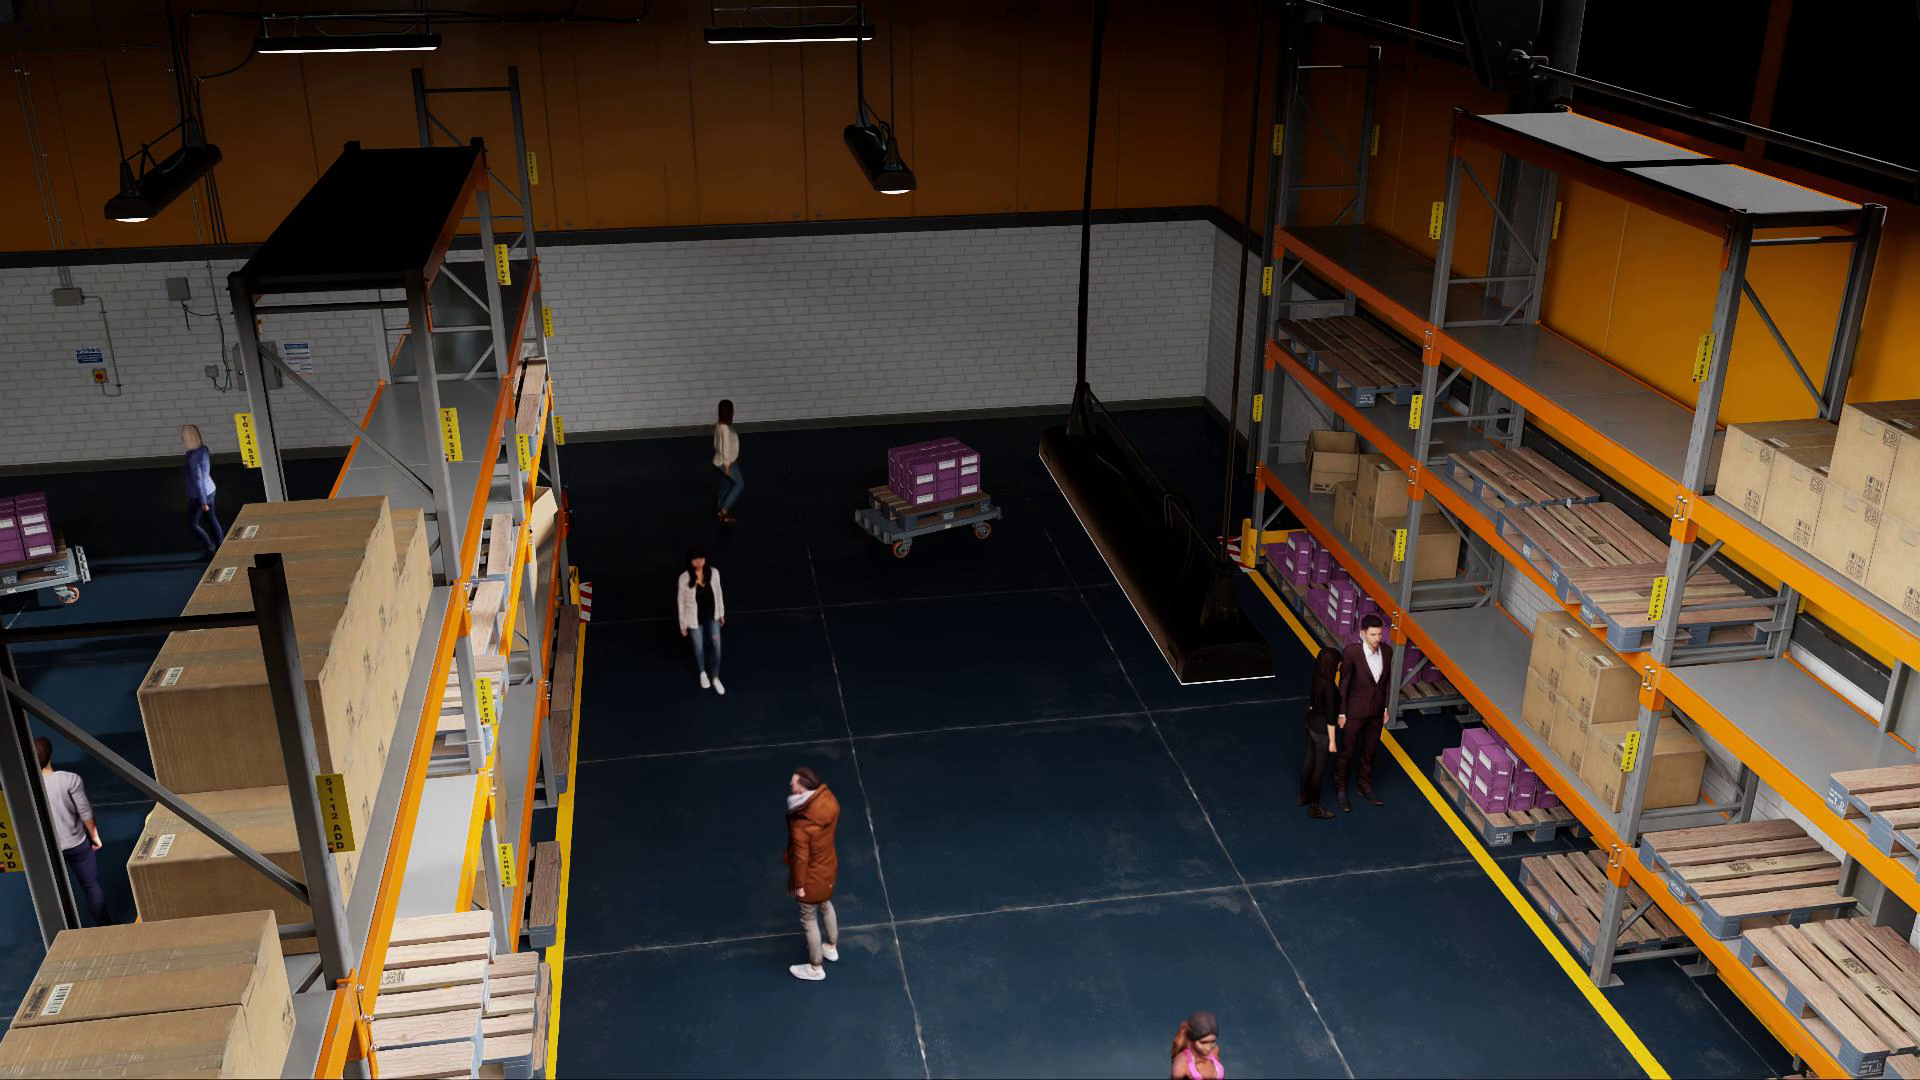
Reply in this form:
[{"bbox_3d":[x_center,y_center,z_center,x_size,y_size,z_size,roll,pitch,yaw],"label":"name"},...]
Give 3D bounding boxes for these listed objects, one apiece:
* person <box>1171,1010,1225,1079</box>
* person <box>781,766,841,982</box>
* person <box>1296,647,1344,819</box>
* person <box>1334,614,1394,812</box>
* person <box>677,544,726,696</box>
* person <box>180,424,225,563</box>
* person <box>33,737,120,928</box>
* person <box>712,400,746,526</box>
[{"bbox_3d":[1.421,3.610,10.277,0.652,1.726,0.682,-17,29,-34],"label":"person"},{"bbox_3d":[-1.102,2.518,12.638,0.898,1.835,0.817,11,26,23],"label":"person"},{"bbox_3d":[3.194,1.690,14.773,0.649,1.642,0.436,-5,24,-11],"label":"person"},{"bbox_3d":[3.612,1.512,14.903,0.706,1.865,0.634,-7,25,-16],"label":"person"},{"bbox_3d":[-2.639,0.758,16.935,0.724,1.619,0.781,-9,25,-20],"label":"person"},{"bbox_3d":[-8.941,-0.555,19.795,0.753,1.733,0.574,0,24,0],"label":"person"},{"bbox_3d":[-7.017,2.362,12.985,0.696,1.843,0.579,-8,25,-18],"label":"person"},{"bbox_3d":[-3.009,-0.948,20.775,0.752,1.669,0.618,-10,25,-21],"label":"person"}]
